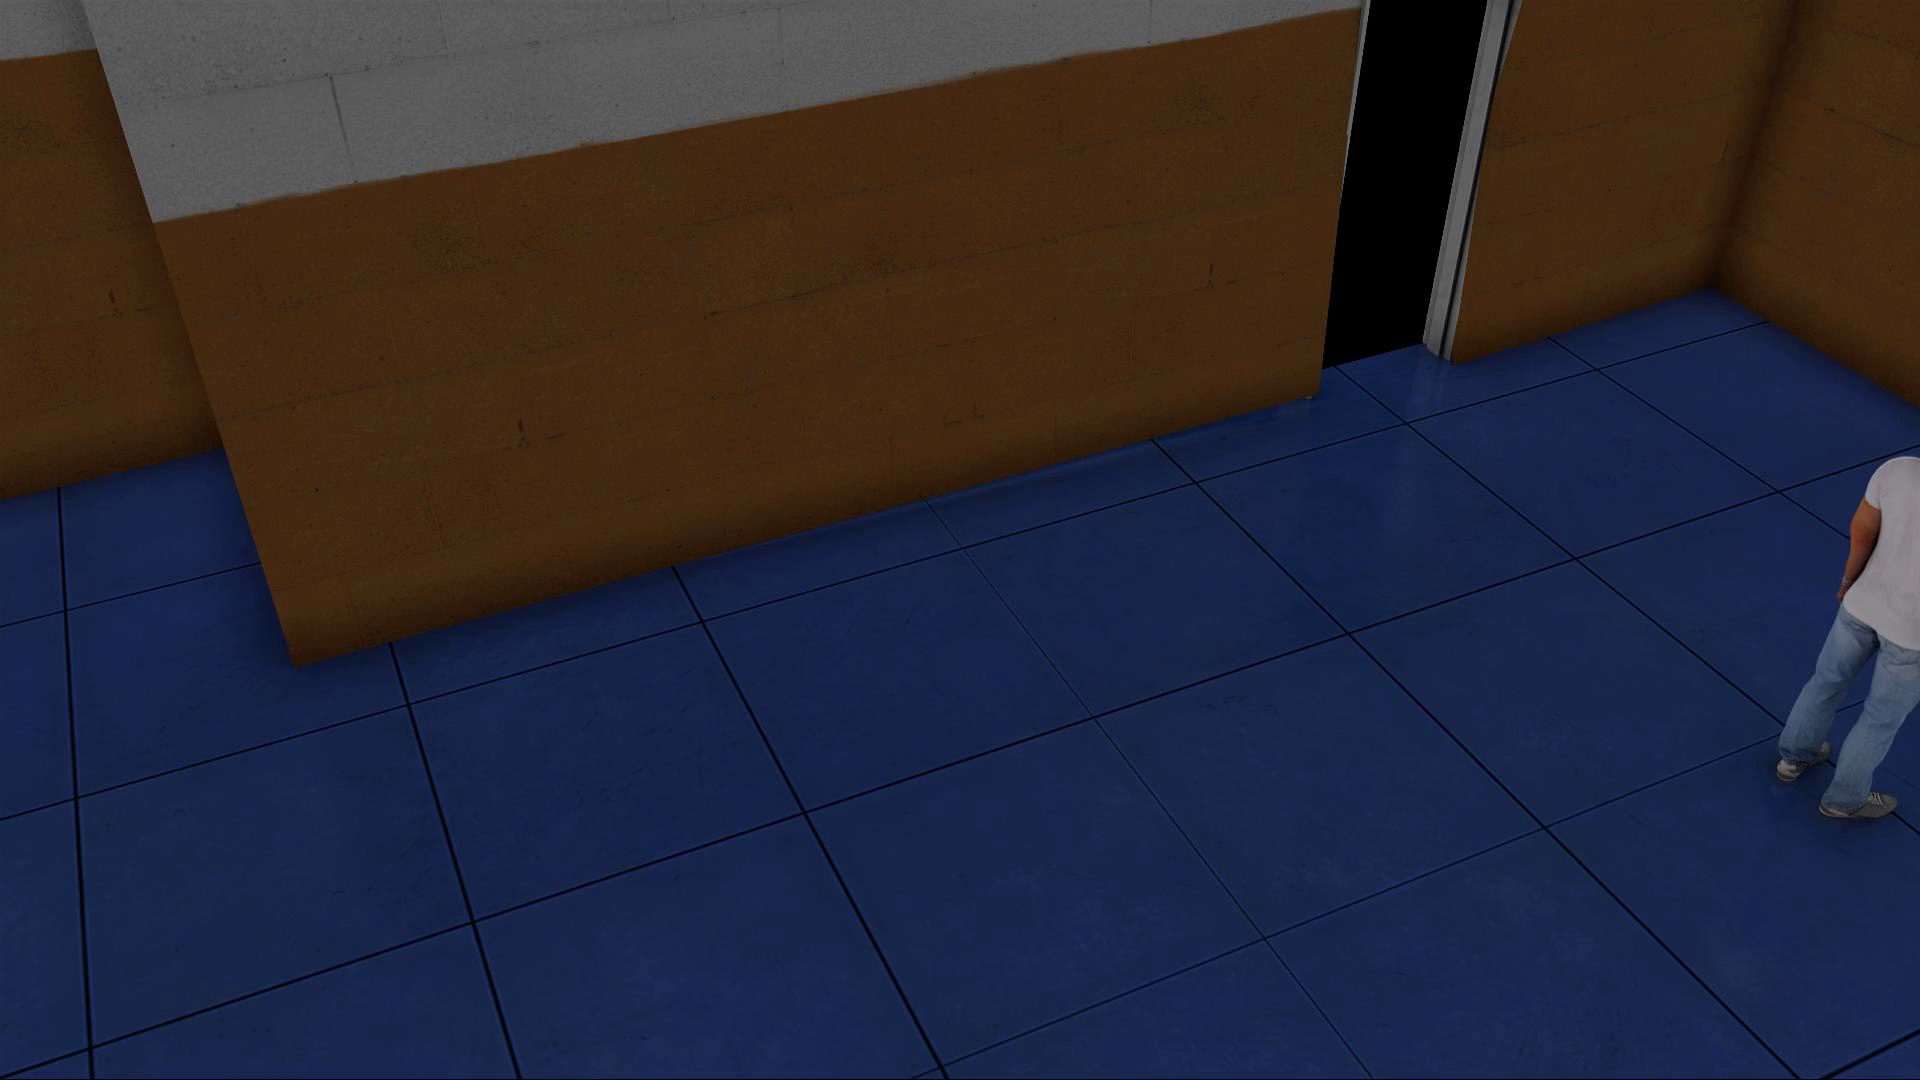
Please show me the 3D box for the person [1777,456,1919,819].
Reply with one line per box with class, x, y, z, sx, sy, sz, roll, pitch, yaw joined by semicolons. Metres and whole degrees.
person;3.536;0.271;6.284;0.743;1.864;0.499;-13;39;-17
